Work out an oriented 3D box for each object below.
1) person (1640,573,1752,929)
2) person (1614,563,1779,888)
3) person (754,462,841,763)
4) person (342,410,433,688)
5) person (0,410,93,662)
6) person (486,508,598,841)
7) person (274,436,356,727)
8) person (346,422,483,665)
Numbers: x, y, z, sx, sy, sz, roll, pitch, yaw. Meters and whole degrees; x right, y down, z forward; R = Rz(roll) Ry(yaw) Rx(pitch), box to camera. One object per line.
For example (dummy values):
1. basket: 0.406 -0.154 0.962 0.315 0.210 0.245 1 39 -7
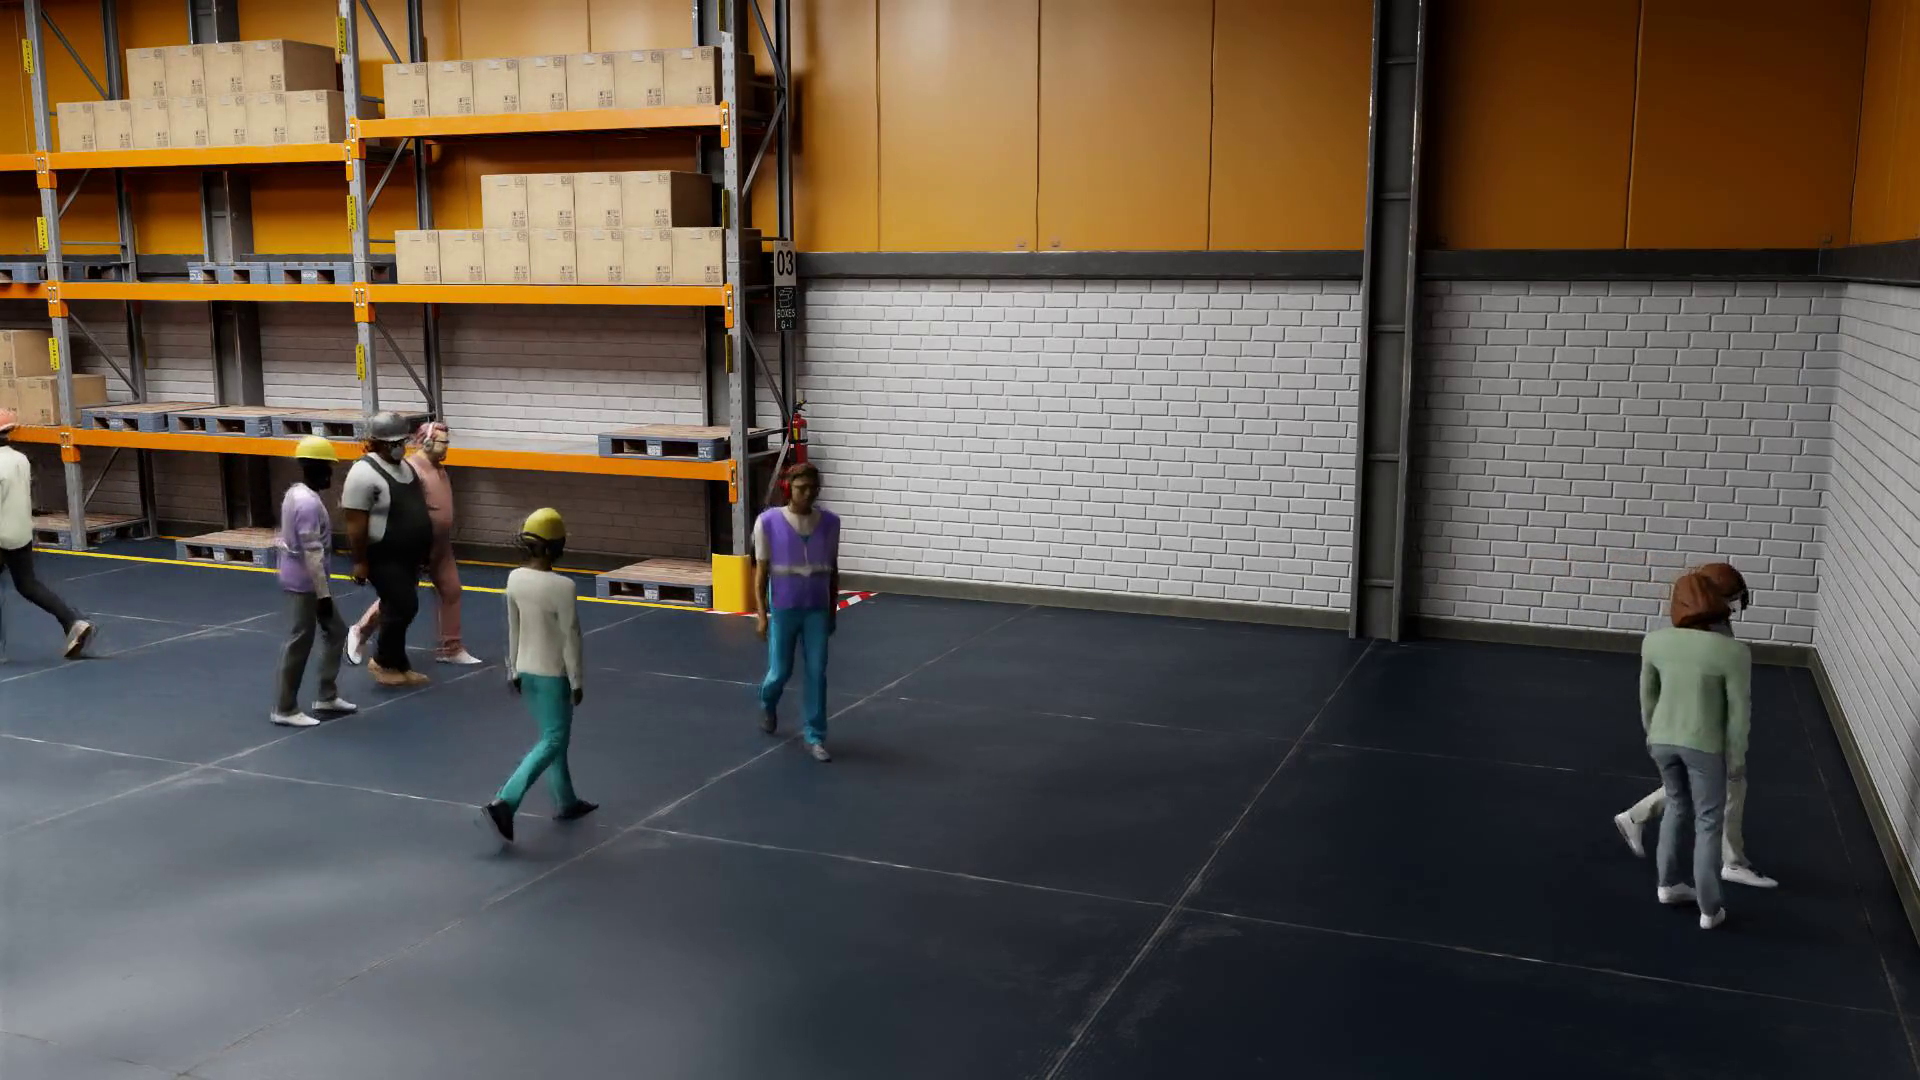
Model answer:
1. person: 3.380 0.952 7.686 0.357 1.607 0.509 -8 12 -40
2. person: 3.642 0.882 8.132 0.712 1.595 0.516 4 10 25
3. person: -1.008 0.417 10.258 0.578 1.831 0.697 -4 10 -24
4. person: -3.972 0.068 11.732 0.537 2.000 0.759 1 9 8
5. person: -7.137 -0.031 12.573 0.908 1.965 0.631 0 9 0
6. person: -2.235 0.702 8.796 0.530 1.744 0.746 7 12 37
7. person: -4.293 0.272 10.930 0.549 1.893 0.686 -4 10 -21
8. person: -4.145 0.041 12.515 0.956 1.868 0.658 1 9 9
